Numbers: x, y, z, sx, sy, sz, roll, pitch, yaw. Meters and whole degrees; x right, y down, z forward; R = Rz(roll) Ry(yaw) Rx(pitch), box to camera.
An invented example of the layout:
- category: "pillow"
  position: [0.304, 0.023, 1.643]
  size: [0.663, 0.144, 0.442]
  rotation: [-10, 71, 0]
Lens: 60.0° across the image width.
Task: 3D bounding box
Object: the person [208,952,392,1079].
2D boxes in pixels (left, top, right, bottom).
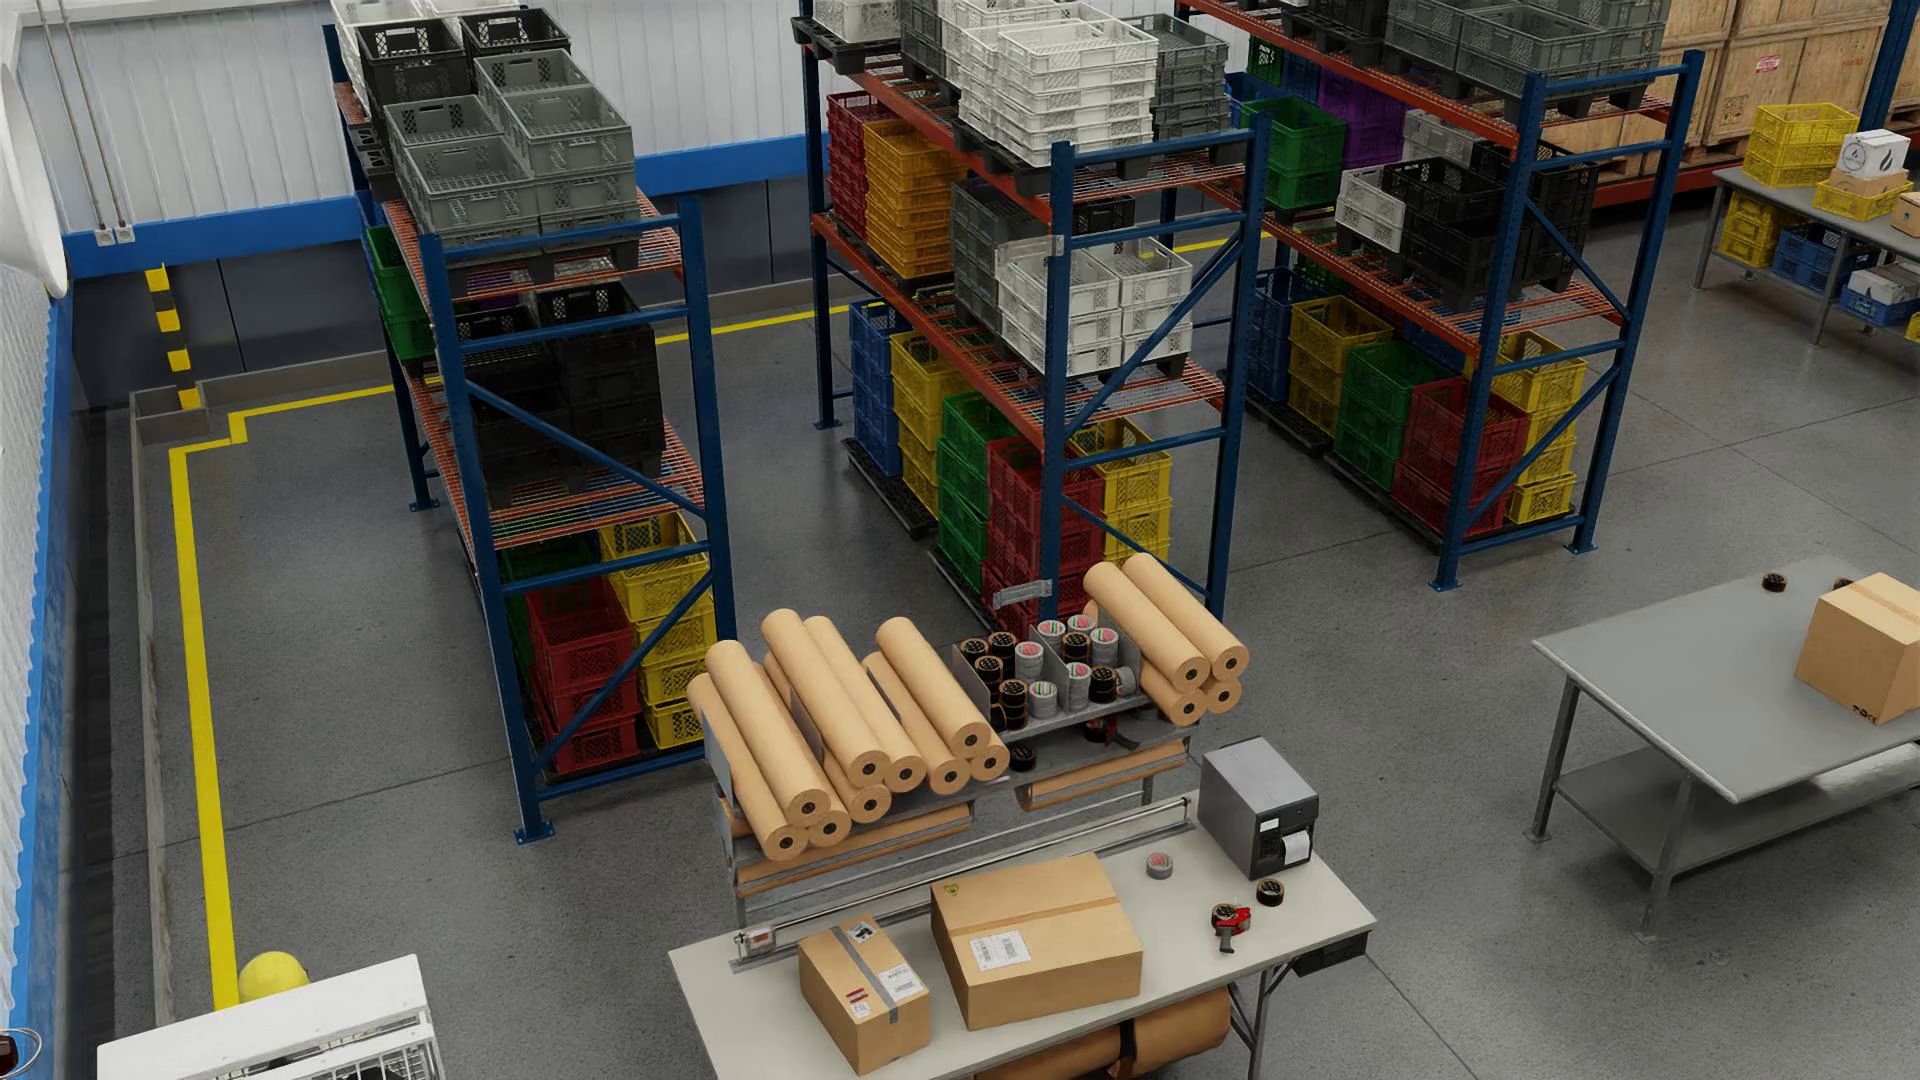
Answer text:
- category: "person"
  position: [-2.029, 1.981, 5.324]
  size: [0.524, 1.768, 0.313]
  rotation: [-20, 37, -29]
